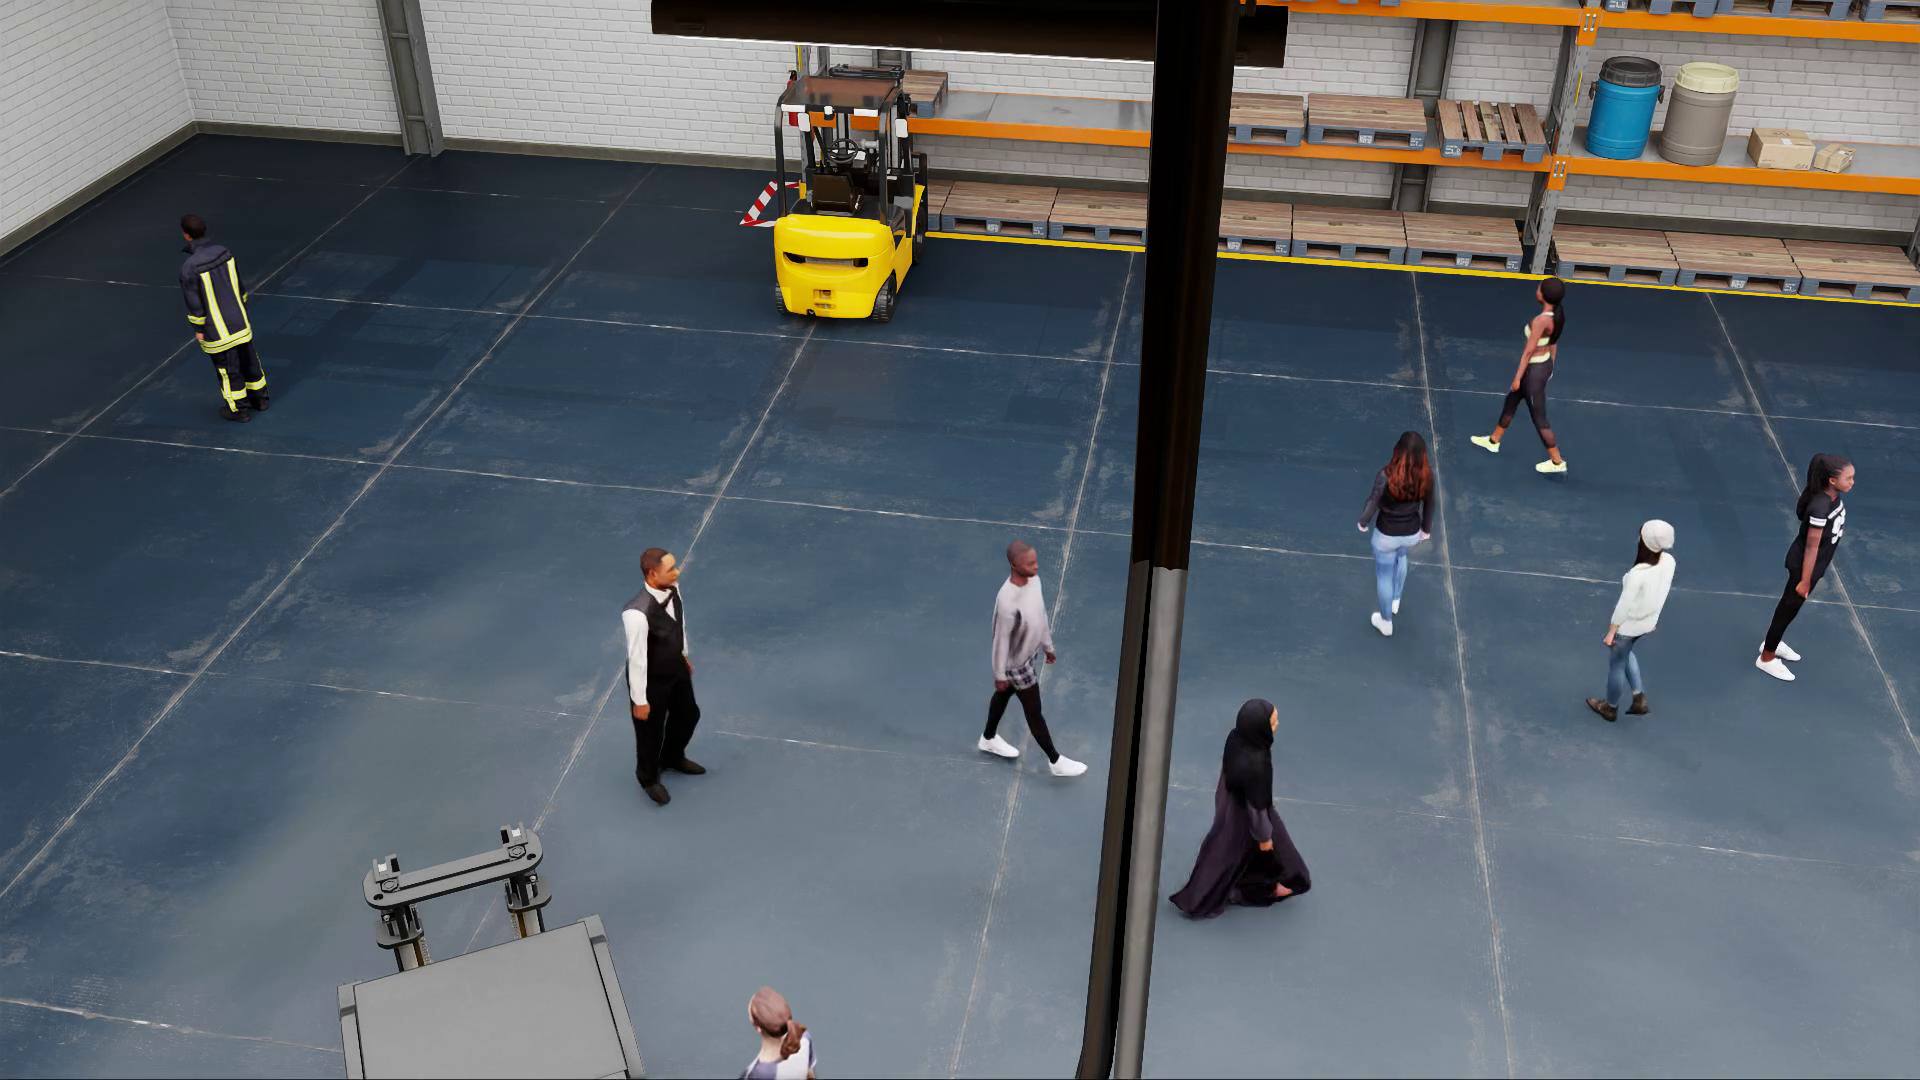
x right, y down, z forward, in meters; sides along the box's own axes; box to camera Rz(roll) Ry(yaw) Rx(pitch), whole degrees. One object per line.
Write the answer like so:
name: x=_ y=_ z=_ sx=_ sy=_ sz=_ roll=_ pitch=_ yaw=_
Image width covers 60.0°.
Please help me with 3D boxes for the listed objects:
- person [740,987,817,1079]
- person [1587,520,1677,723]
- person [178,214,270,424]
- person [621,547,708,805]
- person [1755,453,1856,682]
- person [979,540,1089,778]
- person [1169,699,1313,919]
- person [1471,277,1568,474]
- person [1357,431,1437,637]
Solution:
person: x=-0.806 y=2.762 z=7.748 sx=0.666 sy=1.759 sz=0.680 roll=19 pitch=38 yaw=27
person: x=4.571 y=0.587 z=11.125 sx=0.776 sy=1.643 sz=0.834 roll=-18 pitch=38 yaw=-25
person: x=-6.540 y=-1.967 z=14.712 sx=0.774 sy=1.926 sz=0.859 roll=15 pitch=36 yaw=21
person: x=-1.931 y=0.827 z=10.529 sx=0.724 sy=1.904 sz=0.772 roll=14 pitch=36 yaw=20
person: x=5.948 y=0.169 z=11.677 sx=0.697 sy=1.729 sz=0.697 roll=20 pitch=38 yaw=27
person: x=0.292 y=0.738 z=10.807 sx=1.112 sy=1.744 sz=0.810 roll=14 pitch=36 yaw=20
person: x=1.570 y=1.570 z=9.676 sx=1.121 sy=1.610 sz=0.721 roll=1 pitch=34 yaw=2
person: x=4.904 y=-1.337 z=13.958 sx=1.189 sy=1.712 sz=0.966 roll=26 pitch=42 yaw=34
person: x=3.191 y=-0.012 z=12.048 sx=0.739 sy=1.619 sz=0.817 roll=-7 pitch=34 yaw=-11
